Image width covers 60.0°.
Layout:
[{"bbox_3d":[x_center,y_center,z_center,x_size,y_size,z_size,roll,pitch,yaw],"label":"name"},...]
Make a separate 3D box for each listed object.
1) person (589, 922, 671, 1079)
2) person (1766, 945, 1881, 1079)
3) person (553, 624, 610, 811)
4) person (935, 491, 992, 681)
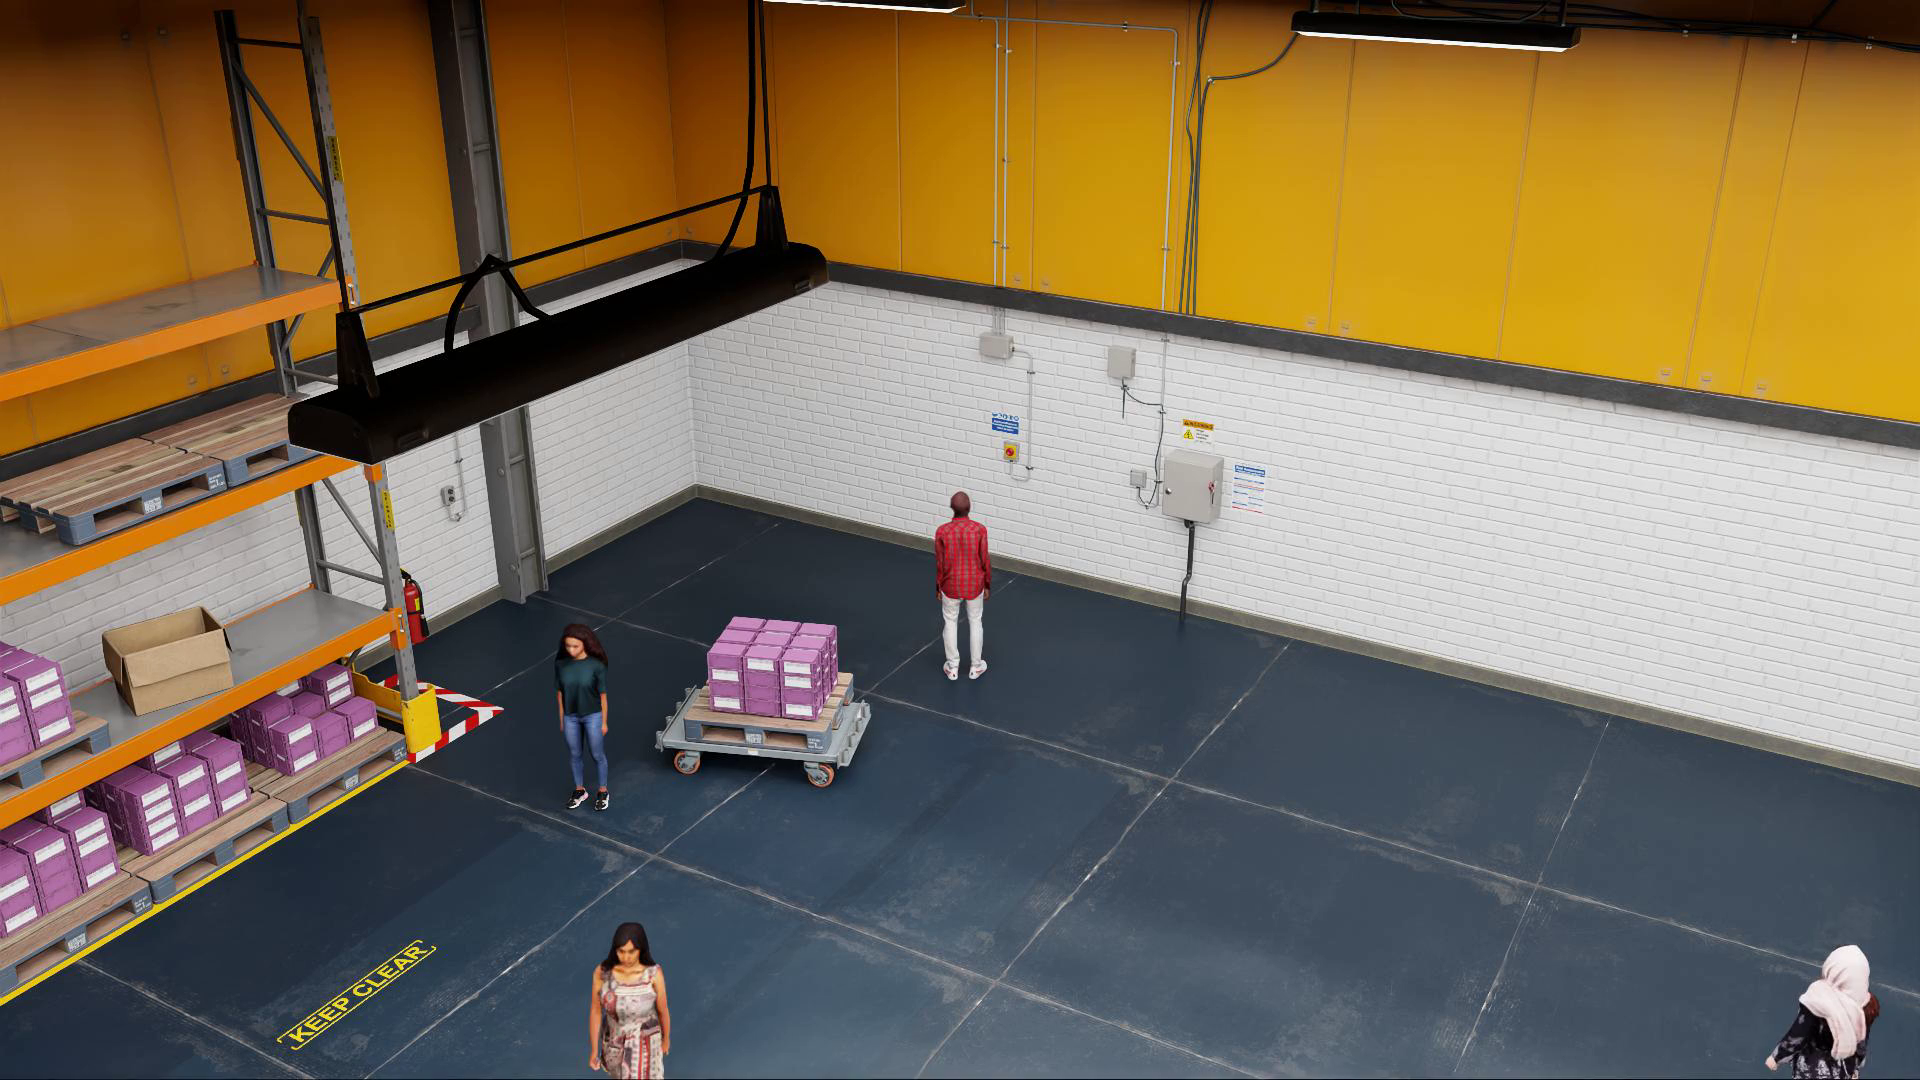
[{"bbox_3d":[-1.902,2.880,9.721,0.940,1.608,1.203,2,24,5],"label":"person"},{"bbox_3d":[4.912,3.045,9.360,1.088,1.594,1.111,-8,25,-18],"label":"person"},{"bbox_3d":[-2.972,1.379,13.144,0.684,1.616,0.702,4,24,8],"label":"person"},{"bbox_3d":[0.026,0.408,15.113,0.752,1.817,0.752,1,24,1],"label":"person"}]
